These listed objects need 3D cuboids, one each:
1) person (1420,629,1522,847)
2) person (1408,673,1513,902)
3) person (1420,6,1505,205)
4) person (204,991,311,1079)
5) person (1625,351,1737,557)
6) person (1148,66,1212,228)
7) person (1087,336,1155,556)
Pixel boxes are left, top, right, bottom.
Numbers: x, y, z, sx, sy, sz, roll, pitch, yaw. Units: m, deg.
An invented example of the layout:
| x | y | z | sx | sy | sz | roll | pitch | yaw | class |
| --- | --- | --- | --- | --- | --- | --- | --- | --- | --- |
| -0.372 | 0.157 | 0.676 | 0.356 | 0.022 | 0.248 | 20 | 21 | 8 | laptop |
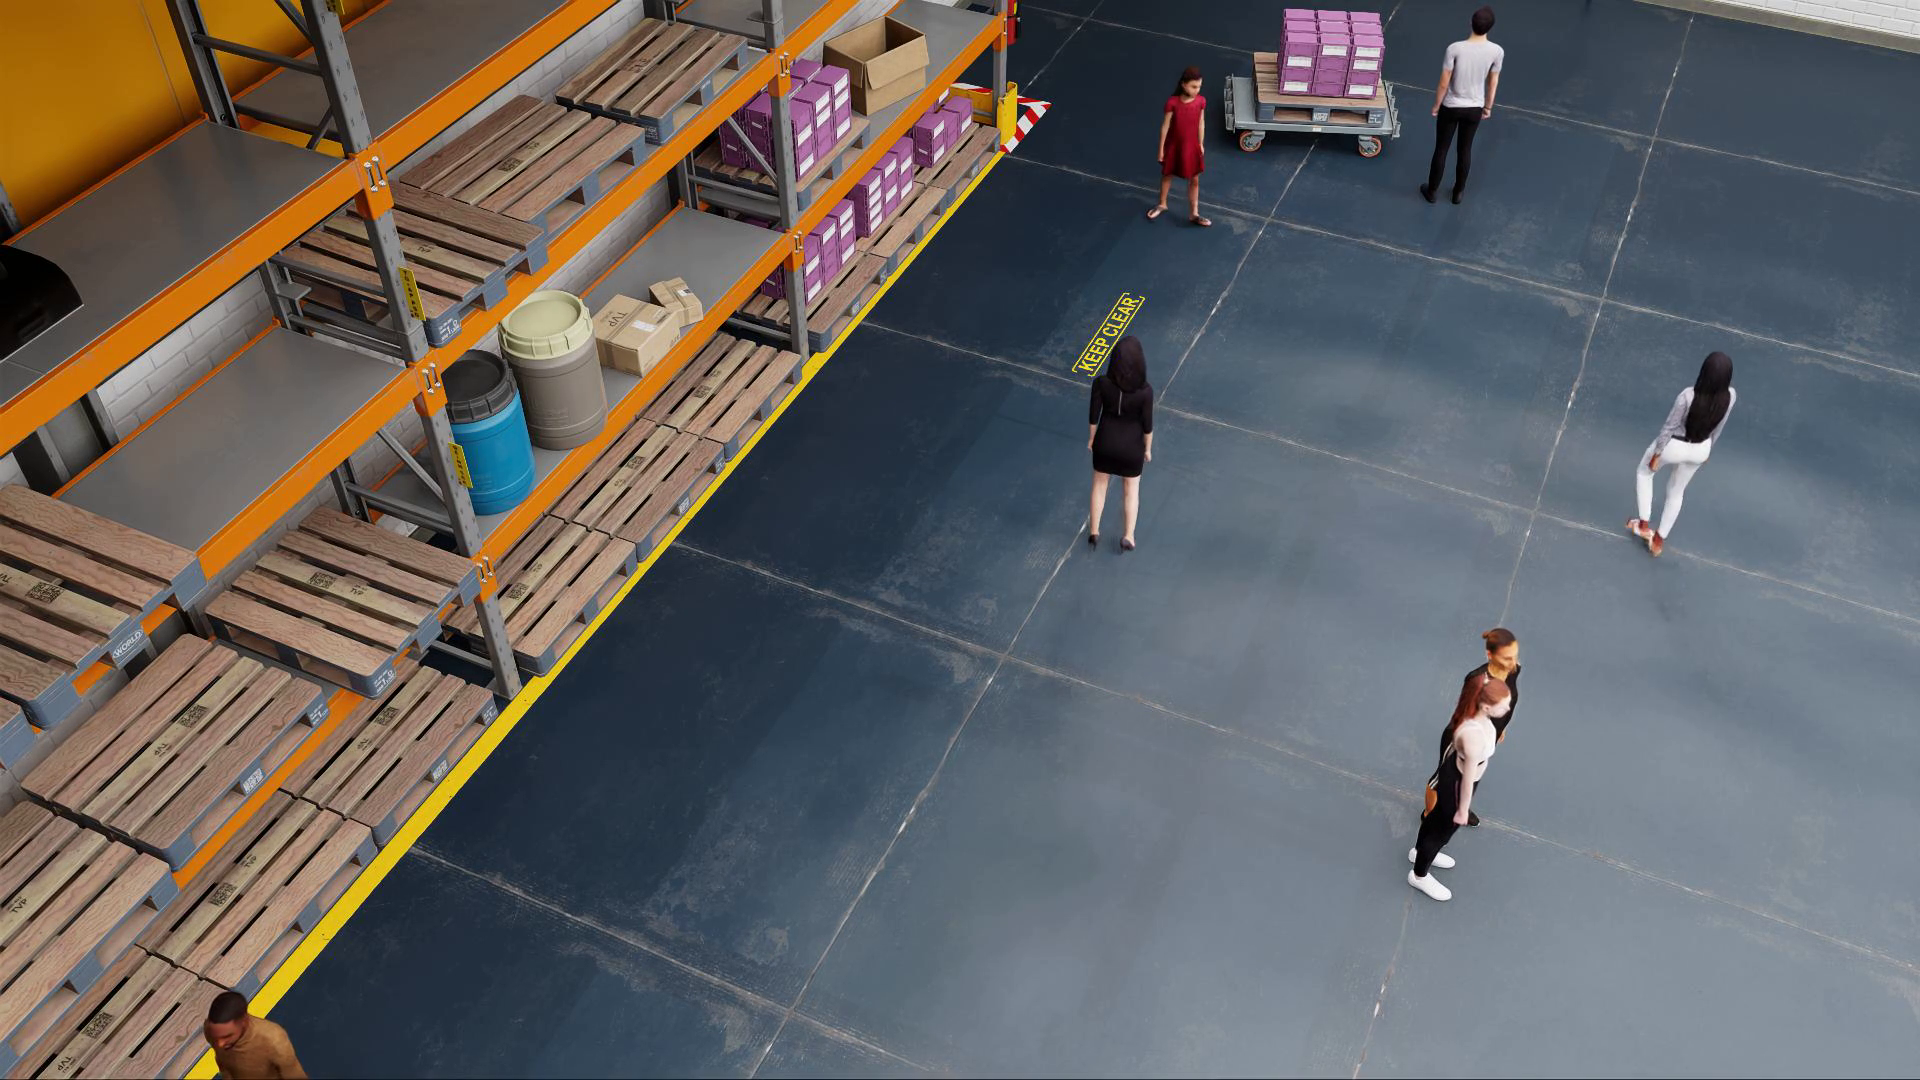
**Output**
| x | y | z | sx | sy | sz | roll | pitch | yaw | class |
| --- | --- | --- | --- | --- | --- | --- | --- | --- | --- |
| 3.027 | 1.132 | 9.809 | 0.638 | 1.668 | 0.731 | -23 | 48 | -22 | person |
| 2.839 | 1.385 | 9.488 | 0.665 | 1.744 | 0.471 | 13 | 45 | 14 | person |
| 4.506 | -3.888 | 14.936 | 0.737 | 1.863 | 0.669 | 4 | 44 | 4 | person |
| -3.308 | 2.689 | 8.067 | 0.659 | 1.816 | 0.589 | 13 | 45 | 14 | person |
| 5.030 | -0.548 | 11.541 | 0.728 | 1.712 | 0.756 | -1 | 44 | -1 | person |
| 1.952 | -3.542 | 14.809 | 0.854 | 1.538 | 0.908 | -1 | 44 | -1 | person |
| 1.097 | -0.632 | 11.562 | 0.631 | 1.803 | 0.543 | 12 | 45 | 12 | person |
